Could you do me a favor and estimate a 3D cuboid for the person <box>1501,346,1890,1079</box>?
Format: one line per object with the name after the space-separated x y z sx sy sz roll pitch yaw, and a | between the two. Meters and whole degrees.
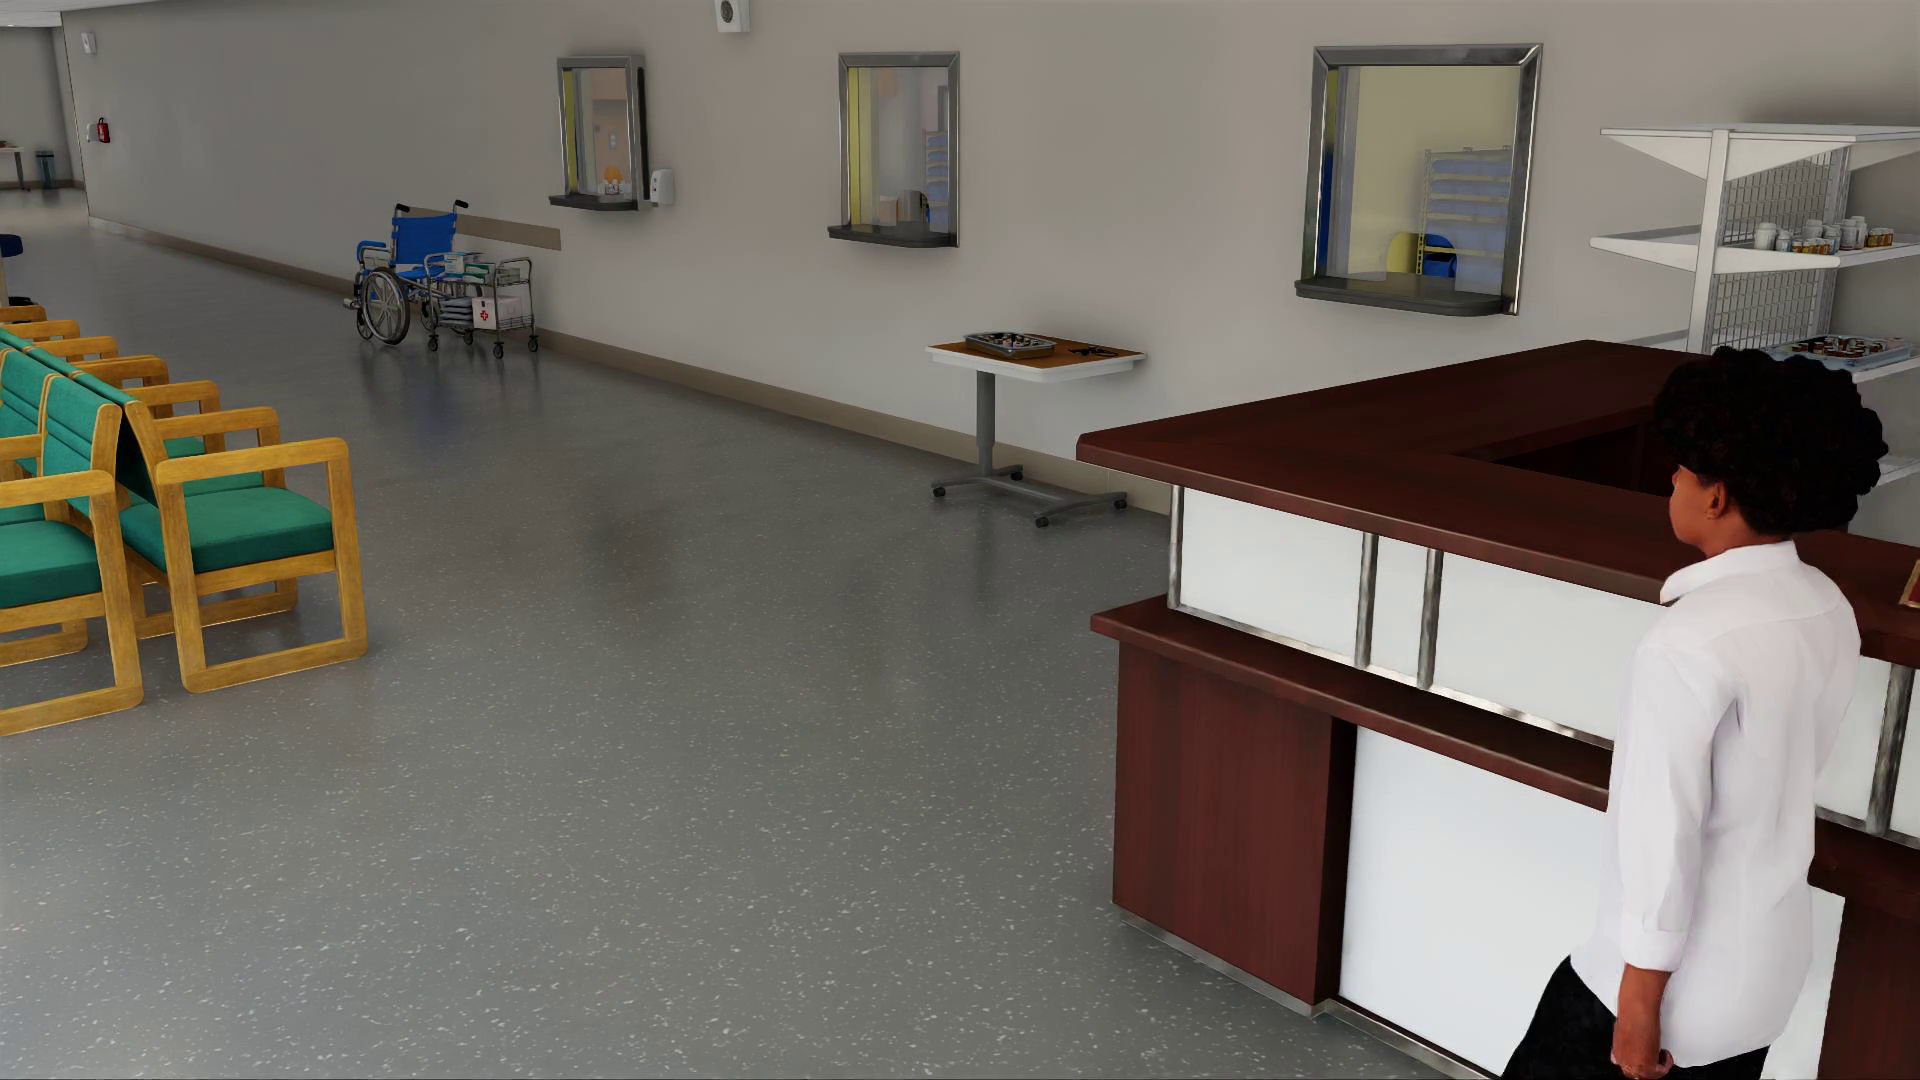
1.173 0.624 2.501 0.581 1.797 0.726 -10 19 -32 | person
